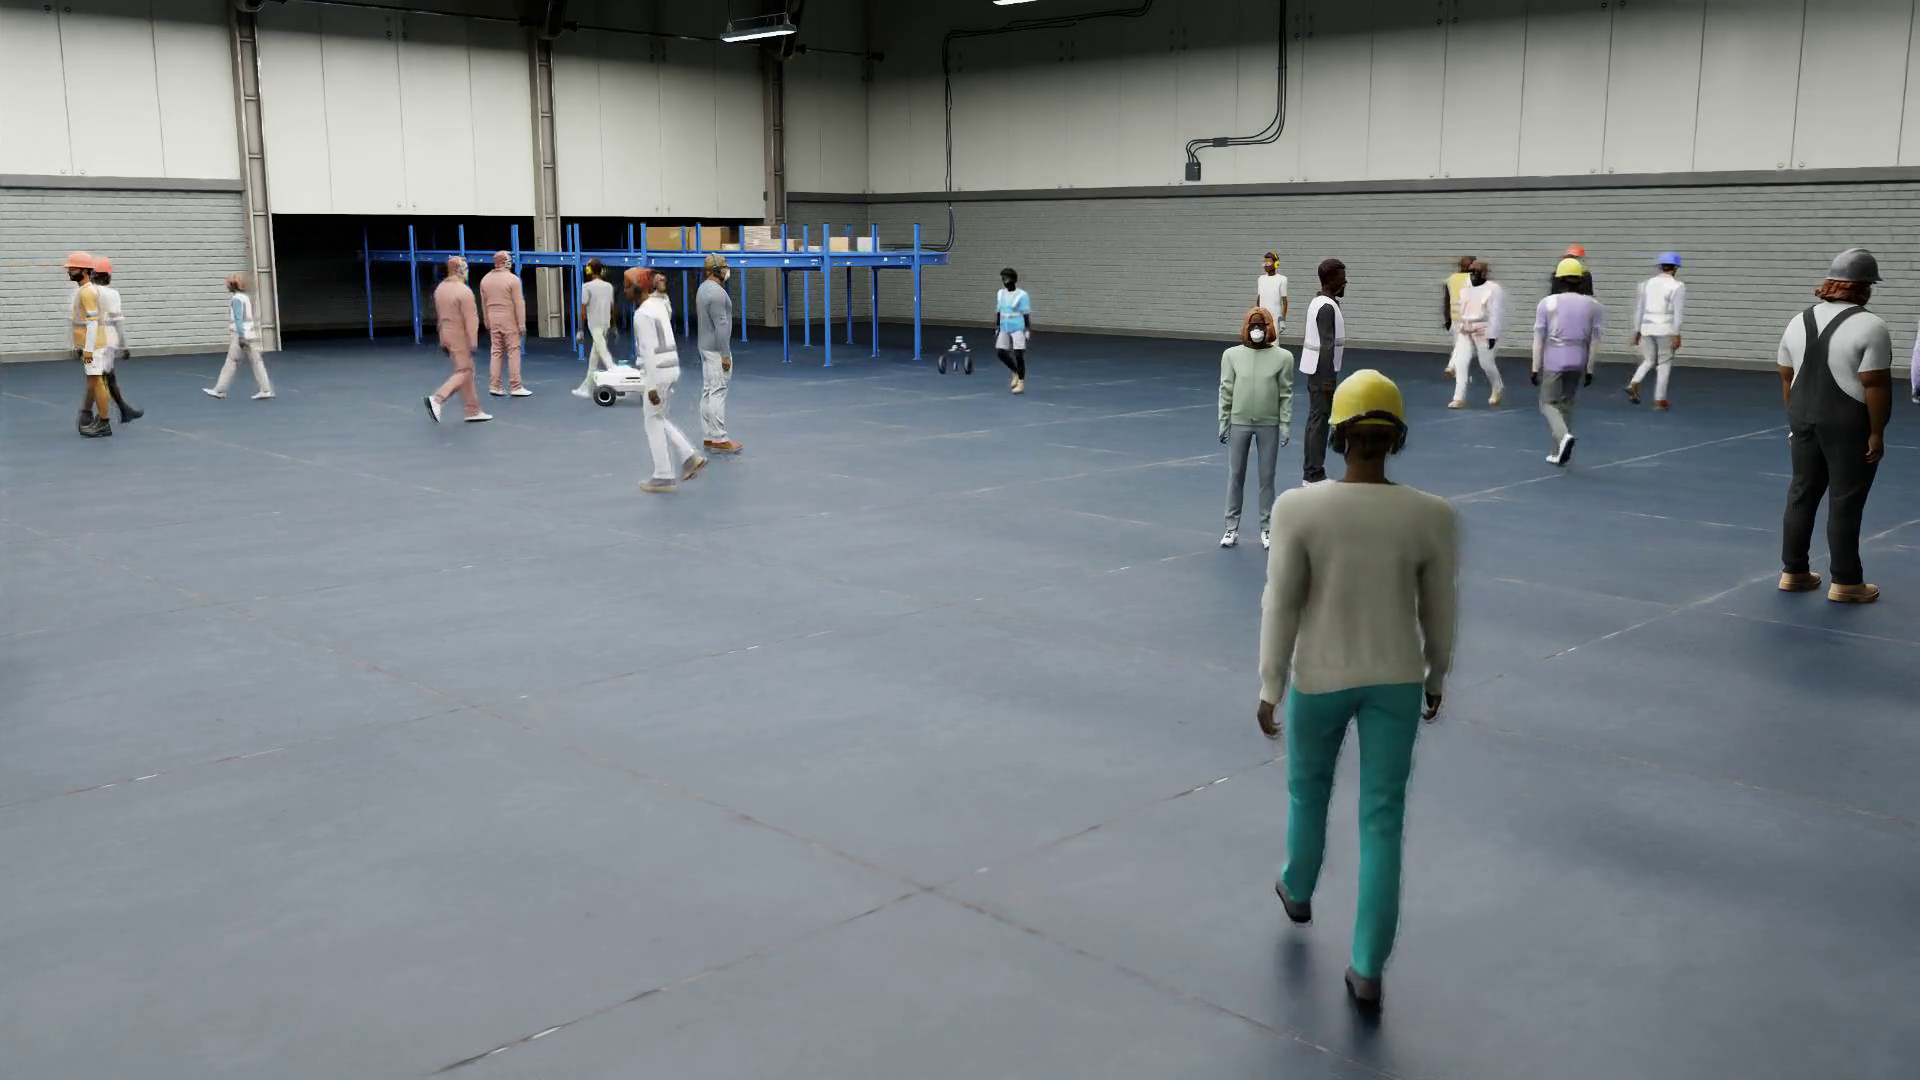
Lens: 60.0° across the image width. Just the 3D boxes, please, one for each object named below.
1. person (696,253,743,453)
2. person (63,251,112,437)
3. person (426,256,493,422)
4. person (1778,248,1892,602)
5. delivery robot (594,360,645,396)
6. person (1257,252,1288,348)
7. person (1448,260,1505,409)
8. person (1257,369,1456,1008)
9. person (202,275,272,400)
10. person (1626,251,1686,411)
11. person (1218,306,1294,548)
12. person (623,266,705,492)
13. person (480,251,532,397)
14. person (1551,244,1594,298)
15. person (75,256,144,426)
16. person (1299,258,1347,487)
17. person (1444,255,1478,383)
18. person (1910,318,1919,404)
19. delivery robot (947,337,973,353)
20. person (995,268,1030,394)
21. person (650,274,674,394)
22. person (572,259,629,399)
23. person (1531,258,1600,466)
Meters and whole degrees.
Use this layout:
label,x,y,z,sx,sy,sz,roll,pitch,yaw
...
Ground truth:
label,x,y,z,sx,sy,sz,roll,pitch,yaw
person,-2.381,-1.835,16.312,0.372,1.940,0.631,-5,11,-24
person,-9.241,-2.079,17.632,0.350,1.942,0.545,-6,12,-28
person,-5.675,-2.252,18.739,0.797,1.881,0.655,-10,14,-44
person,5.176,-0.665,9.768,0.537,2.000,0.682,-4,11,-22
delivery robot,-4.245,-2.020,20.957,0.707,0.478,0.477,-2,11,-12
person,4.365,-3.105,23.428,0.333,1.871,0.520,-10,14,-43
person,6.428,-2.537,20.521,0.863,1.813,0.620,-9,14,-40
person,1.122,0.378,4.780,0.554,1.724,0.866,1,10,5
person,-9.320,-2.599,21.396,0.849,1.590,0.547,-1,10,-7
person,8.471,-2.541,20.197,0.604,1.924,0.642,-6,12,-30
person,2.006,-0.768,11.327,0.498,1.633,0.285,2,11,11
person,-2.501,-1.332,13.796,0.531,1.858,0.594,1,10,6
person,-6.009,-2.840,21.947,0.683,1.910,0.475,4,11,22
person,8.716,-3.195,23.636,0.531,1.976,0.619,-6,12,-30
person,-9.559,-2.213,18.556,0.548,1.878,1.027,4,11,19
person,3.022,-1.368,13.823,0.387,1.919,0.594,1,10,5
person,7.283,-3.167,23.884,0.449,1.828,0.629,-5,12,-27
person,8.099,-1.280,13.486,0.682,1.874,0.783,3,11,16
delivery robot,-0.014,-3.035,25.783,0.335,0.223,0.698,3,11,15
person,0.720,-2.818,22.358,0.601,1.676,0.383,9,14,40
person,-3.940,-2.673,21.776,0.400,1.610,0.583,3,11,15
person,-4.695,-2.727,21.565,0.968,1.815,0.552,6,12,30
person,5.536,-1.613,15.187,0.598,1.908,0.632,-1,10,-3
